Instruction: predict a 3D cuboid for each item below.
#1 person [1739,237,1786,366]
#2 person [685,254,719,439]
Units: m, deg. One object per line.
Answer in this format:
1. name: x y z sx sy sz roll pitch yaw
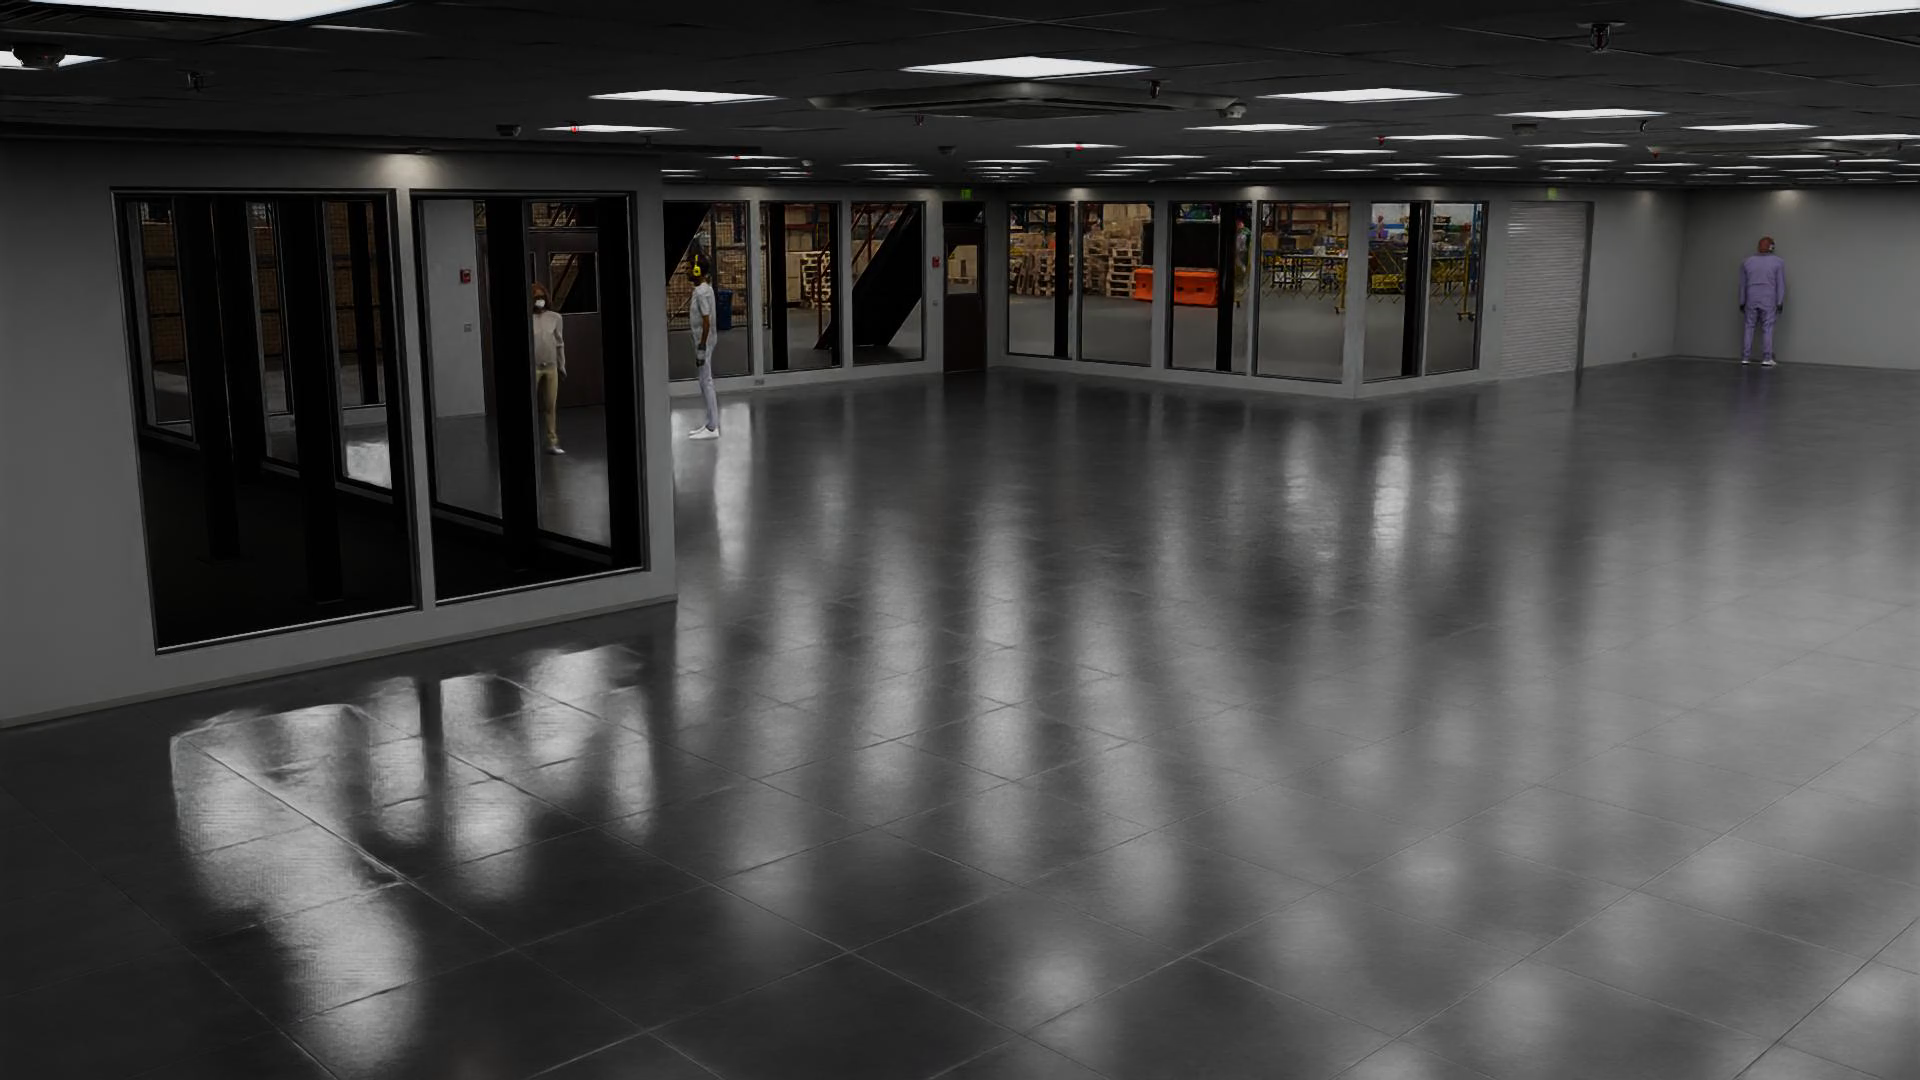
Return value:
1. person: 11.929 -3.545 24.739 0.639 1.903 0.409 10 15 42
2. person: -2.618 -1.954 16.856 0.310 1.868 0.533 -1 11 -5
